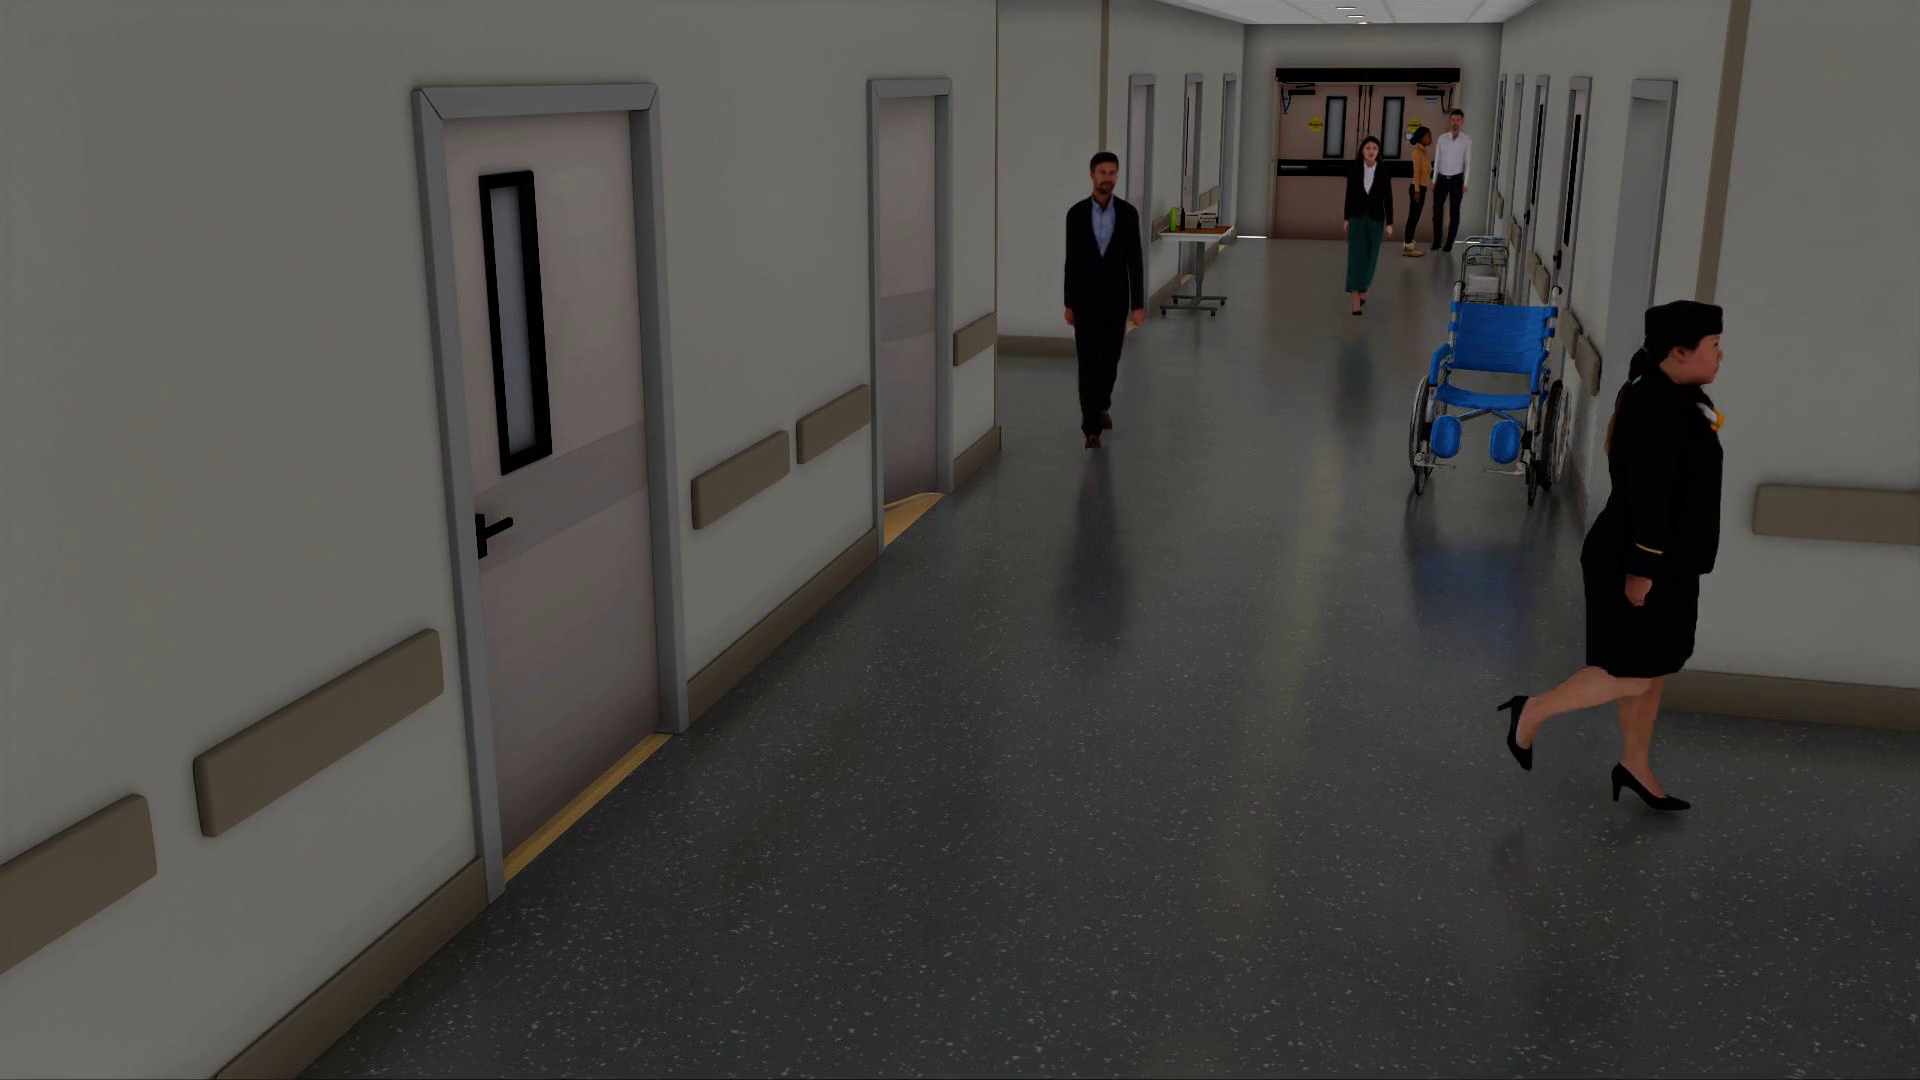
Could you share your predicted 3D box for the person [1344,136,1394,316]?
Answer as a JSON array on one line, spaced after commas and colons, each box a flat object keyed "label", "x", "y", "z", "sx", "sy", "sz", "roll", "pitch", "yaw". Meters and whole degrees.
[{"label": "person", "x": 3.999, "y": -3.074, "z": 16.400, "sx": 0.684, "sy": 1.700, "sz": 1.125, "roll": 3, "pitch": 16, "yaw": 9}]

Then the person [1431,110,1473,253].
[{"label": "person", "x": 6.598, "y": -4.820, "z": 22.304, "sx": 0.777, "sy": 1.858, "sz": 0.876, "roll": 8, "pitch": 18, "yaw": 26}]

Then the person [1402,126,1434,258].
[{"label": "person", "x": 5.987, "y": -4.563, "z": 21.757, "sx": 0.683, "sy": 1.659, "sz": 0.518, "roll": 6, "pitch": 17, "yaw": 22}]

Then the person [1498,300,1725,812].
[{"label": "person", "x": 2.110, "y": 0.072, "z": 5.315, "sx": 0.862, "sy": 1.661, "sz": 0.843, "roll": 8, "pitch": 18, "yaw": 26}]

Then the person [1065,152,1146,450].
[{"label": "person", "x": 0.905, "y": -1.515, "z": 10.653, "sx": 0.904, "sy": 1.818, "sz": 1.332, "roll": 0, "pitch": 16, "yaw": -1}]
